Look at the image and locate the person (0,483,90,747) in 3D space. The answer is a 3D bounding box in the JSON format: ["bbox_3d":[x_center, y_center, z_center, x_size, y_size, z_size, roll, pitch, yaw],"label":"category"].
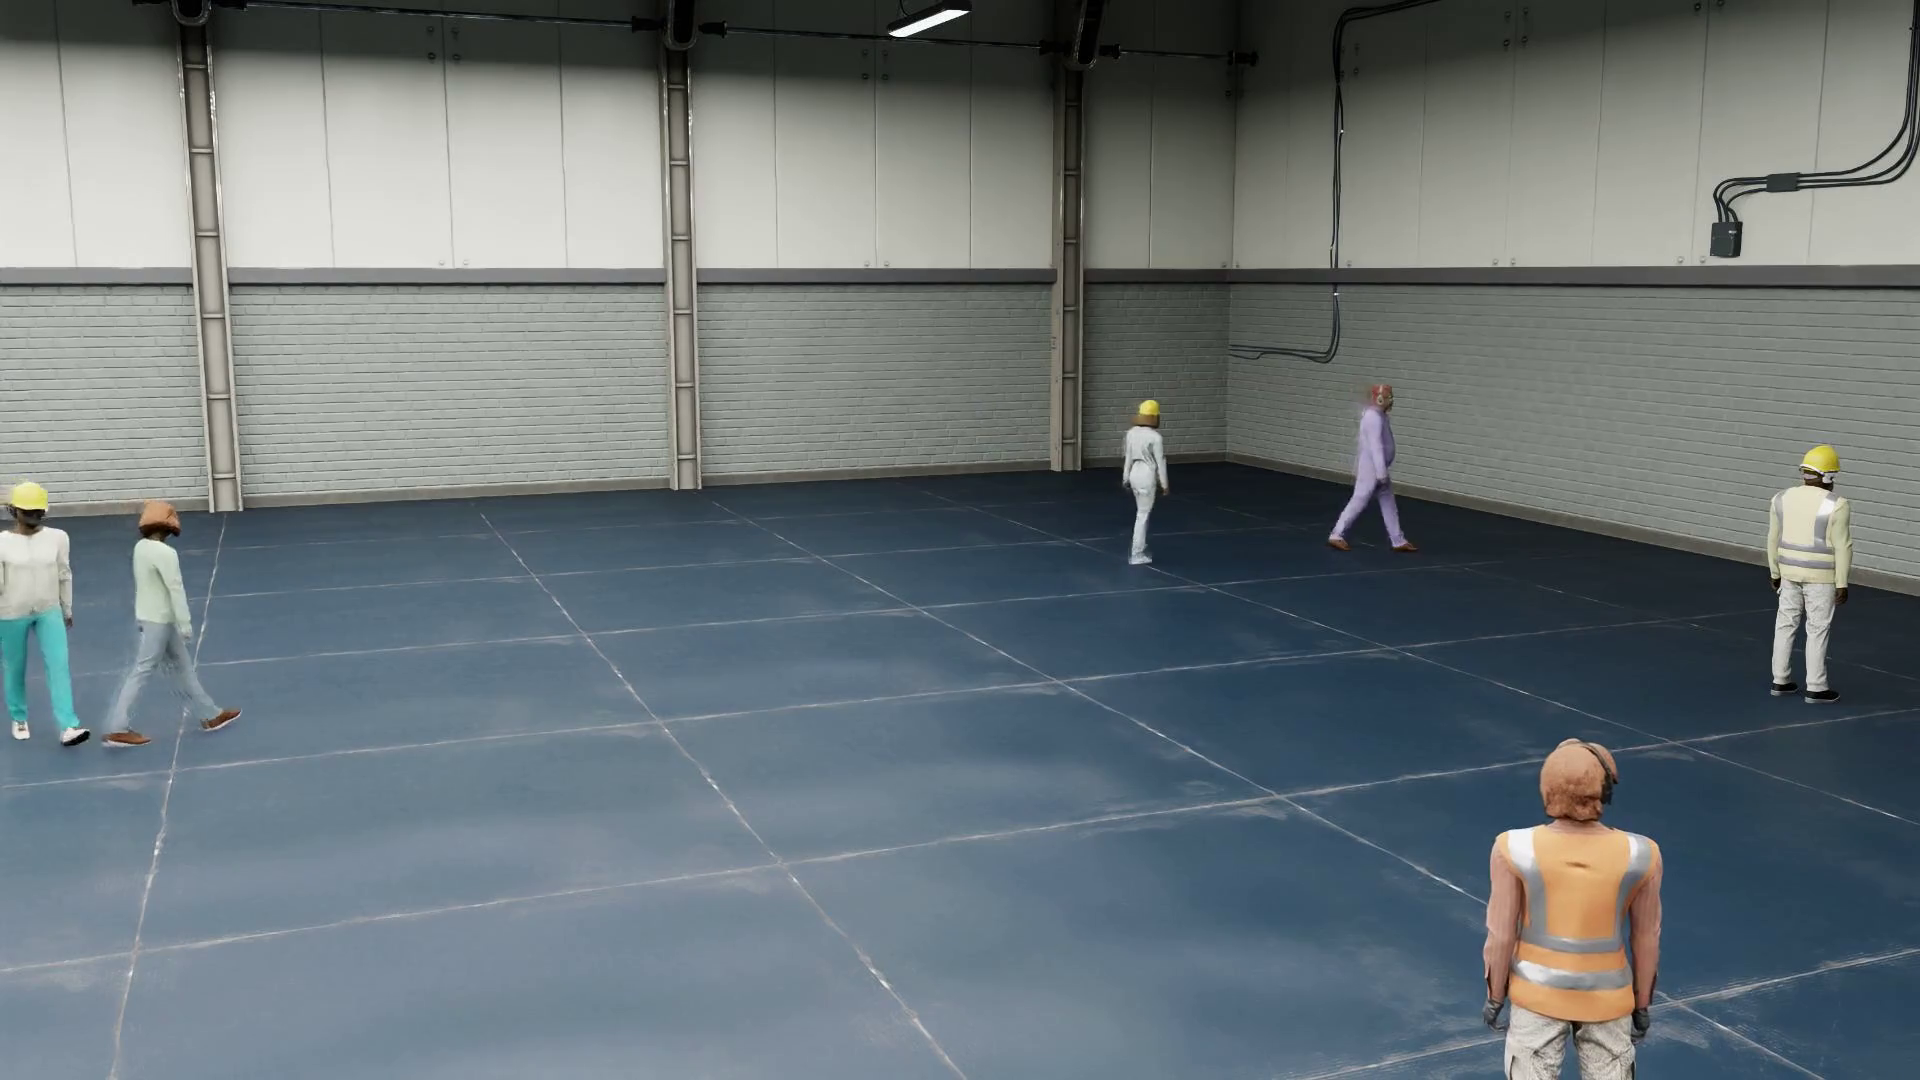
[{"bbox_3d":[-5.942,0.490,10.665,0.932,1.705,0.560,9,13,44],"label":"person"}]

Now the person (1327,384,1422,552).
[{"bbox_3d":[4.525,-0.777,18.208,1.004,1.859,0.662,3,10,18],"label":"person"}]

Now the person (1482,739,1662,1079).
[{"bbox_3d":[1.853,1.419,5.073,0.514,1.636,0.315,1,9,9],"label":"person"}]

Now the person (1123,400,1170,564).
[{"bbox_3d":[2.005,-0.612,17.524,0.573,1.723,0.520,-7,11,-36],"label":"person"}]

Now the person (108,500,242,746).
[{"bbox_3d":[-5.181,0.527,10.838,0.868,1.574,0.530,-8,12,-41],"label":"person"}]

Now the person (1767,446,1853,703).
[{"bbox_3d":[6.066,0.241,11.856,0.404,1.830,0.603,-5,10,-29],"label":"person"}]
